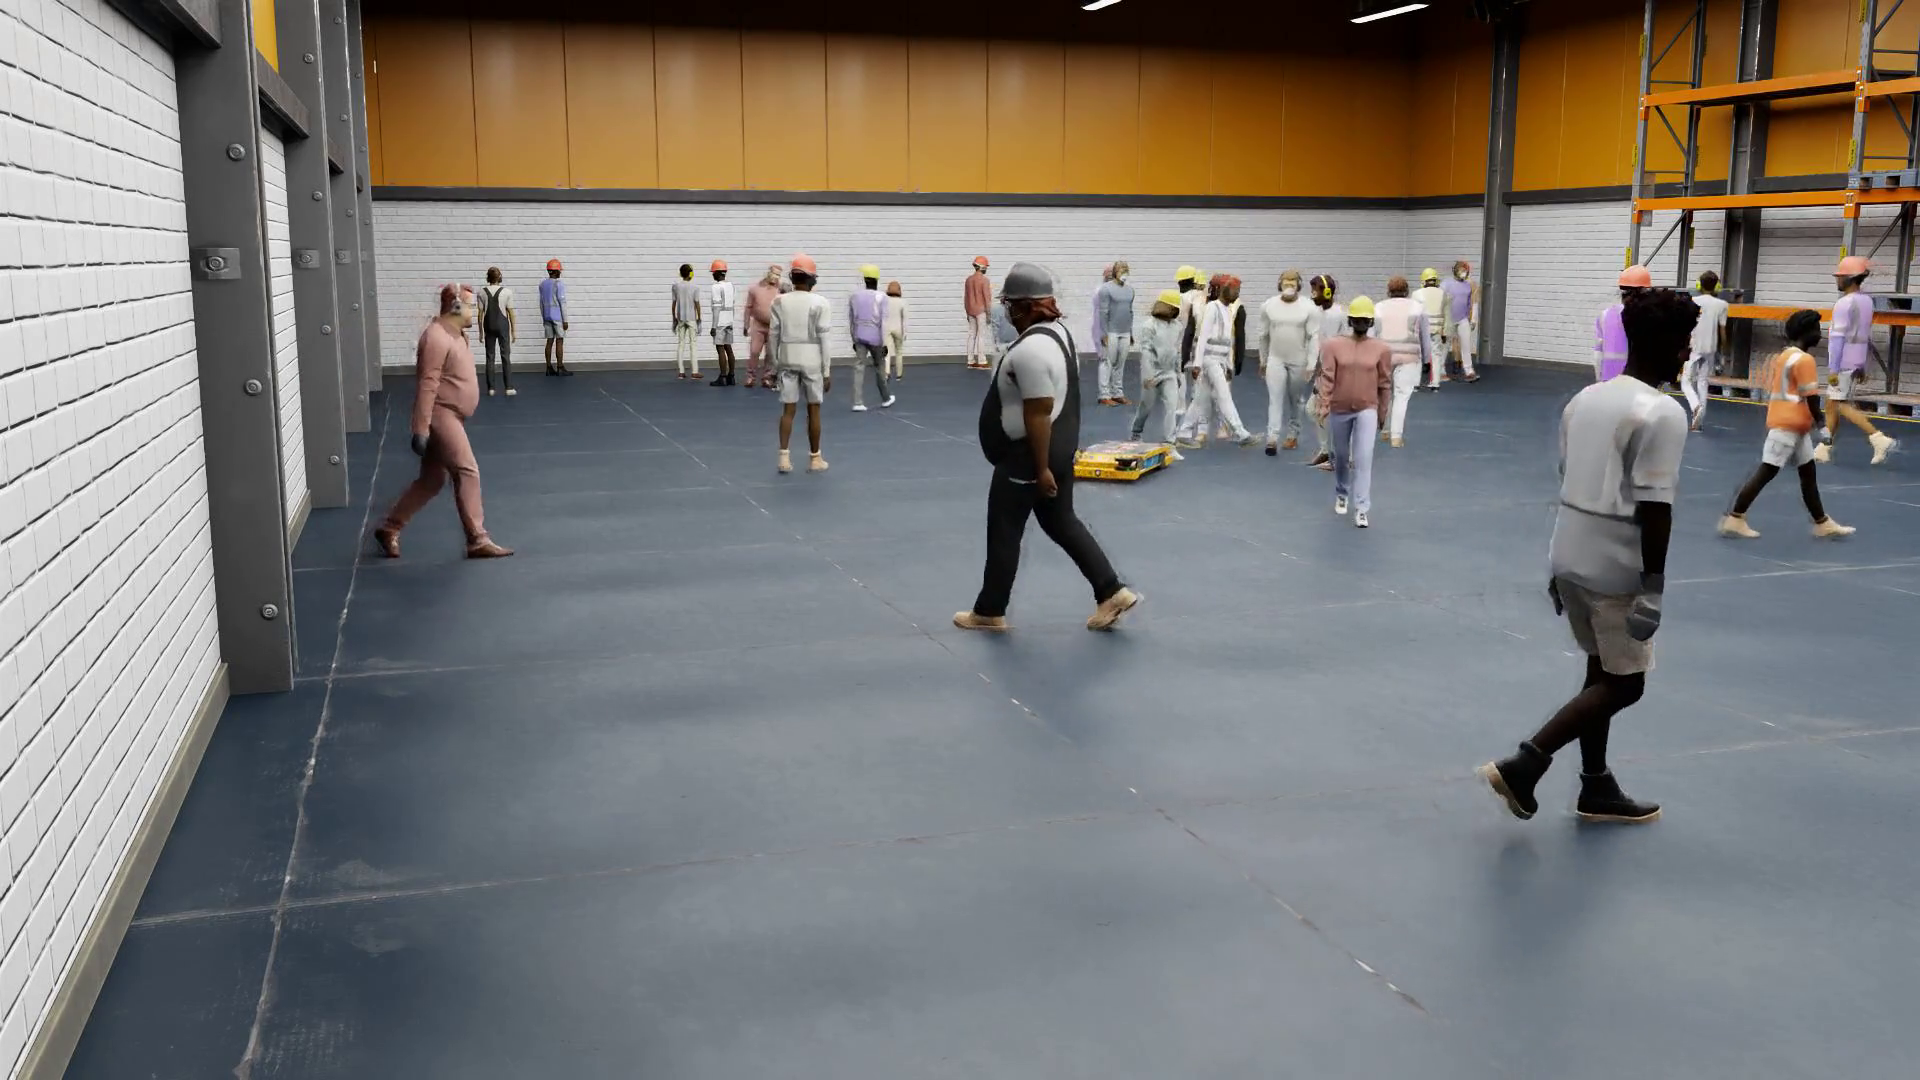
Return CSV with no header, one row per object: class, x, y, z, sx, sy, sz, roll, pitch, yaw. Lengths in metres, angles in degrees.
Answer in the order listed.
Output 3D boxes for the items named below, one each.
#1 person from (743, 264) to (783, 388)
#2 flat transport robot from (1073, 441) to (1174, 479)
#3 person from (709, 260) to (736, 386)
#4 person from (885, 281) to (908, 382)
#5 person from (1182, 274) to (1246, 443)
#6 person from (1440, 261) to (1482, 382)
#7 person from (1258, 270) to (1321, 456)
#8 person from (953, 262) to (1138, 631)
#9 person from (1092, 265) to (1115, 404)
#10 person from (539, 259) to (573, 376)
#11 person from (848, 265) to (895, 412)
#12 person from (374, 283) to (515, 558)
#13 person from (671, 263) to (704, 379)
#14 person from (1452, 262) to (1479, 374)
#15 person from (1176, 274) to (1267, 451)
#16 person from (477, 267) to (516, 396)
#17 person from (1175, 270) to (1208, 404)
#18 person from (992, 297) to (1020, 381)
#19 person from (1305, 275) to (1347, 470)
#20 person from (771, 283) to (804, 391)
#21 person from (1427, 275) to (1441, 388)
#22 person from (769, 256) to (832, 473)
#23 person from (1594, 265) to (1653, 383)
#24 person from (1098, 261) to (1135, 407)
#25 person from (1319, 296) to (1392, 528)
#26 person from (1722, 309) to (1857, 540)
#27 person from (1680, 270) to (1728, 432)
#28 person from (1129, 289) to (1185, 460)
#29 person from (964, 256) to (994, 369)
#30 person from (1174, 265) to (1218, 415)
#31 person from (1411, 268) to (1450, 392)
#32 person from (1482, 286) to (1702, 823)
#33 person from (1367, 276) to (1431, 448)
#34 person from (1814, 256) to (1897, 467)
person,-2.905,-3.214,25.103,0.723,1.864,0.420,-2,10,-9
flat transport robot,1.493,-0.755,15.474,0.652,0.197,1.431,4,11,22
person,-3.672,-3.327,25.547,0.363,1.934,0.552,4,11,24
person,-1.066,-3.308,26.400,0.498,1.599,0.824,0,10,2
person,2.705,-1.934,17.826,0.666,1.823,0.447,5,11,27
person,7.873,-3.426,26.220,0.646,1.893,0.963,-4,10,-20
person,3.343,-1.809,16.949,0.637,1.870,1.083,4,10,19
person,0.475,-0.506,8.912,0.930,2.000,0.687,4,11,22
person,2.052,-2.795,22.635,0.453,1.882,0.676,6,12,33
person,-6.709,-3.684,27.606,0.552,1.936,0.358,6,12,32
person,-1.158,-2.614,21.587,0.610,1.870,0.977,4,11,22
person,-3.513,-0.784,11.094,0.904,1.854,0.677,-2,10,-9
person,-4.439,-3.558,27.077,0.527,1.870,0.317,2,10,13
person,8.507,-3.777,28.325,0.561,1.885,1.019,1,10,7
person,2.689,-1.821,17.158,1.021,1.819,0.645,5,11,26
person,-6.639,-2.986,23.839,0.517,1.842,0.325,-1,10,-6
person,3.088,-2.687,22.203,0.603,1.808,0.510,-2,10,-12
person,0.673,-2.698,22.887,0.500,1.590,0.852,-5,11,-26
person,3.443,-1.547,15.527,0.519,1.835,0.558,0,10,0
person,-2.484,-2.959,24.349,0.711,1.612,0.521,5,11,27
person,7.193,-3.183,25.332,0.291,1.725,0.660,3,10,18
person,-1.499,-1.608,15.441,0.639,2.018,0.742,3,10,16
person,5.523,-1.299,13.802,0.379,1.938,0.547,-6,11,-29
person,2.102,-2.750,22.223,0.628,1.933,0.378,-8,13,-40
person,3.013,-1.003,12.709,0.525,1.723,0.903,3,10,15
person,5.899,-0.805,11.776,0.893,1.648,0.531,3,10,18
person,8.387,-2.123,18.828,0.540,1.850,0.614,1,10,8
person,1.978,-1.671,16.679,0.513,1.693,0.834,-5,11,-26
person,0.343,-3.997,29.264,0.395,1.990,0.619,-8,13,-40
person,2.946,-2.485,20.801,0.784,1.899,0.613,9,13,43
person,6.883,-3.079,24.488,0.595,1.816,0.438,-1,10,-8
person,2.184,0.089,5.775,0.664,1.936,0.661,-1,10,-9
person,4.666,-1.897,17.700,0.643,1.787,0.976,5,11,25
person,8.524,-1.690,15.852,0.613,2.020,0.879,-8,13,-40
